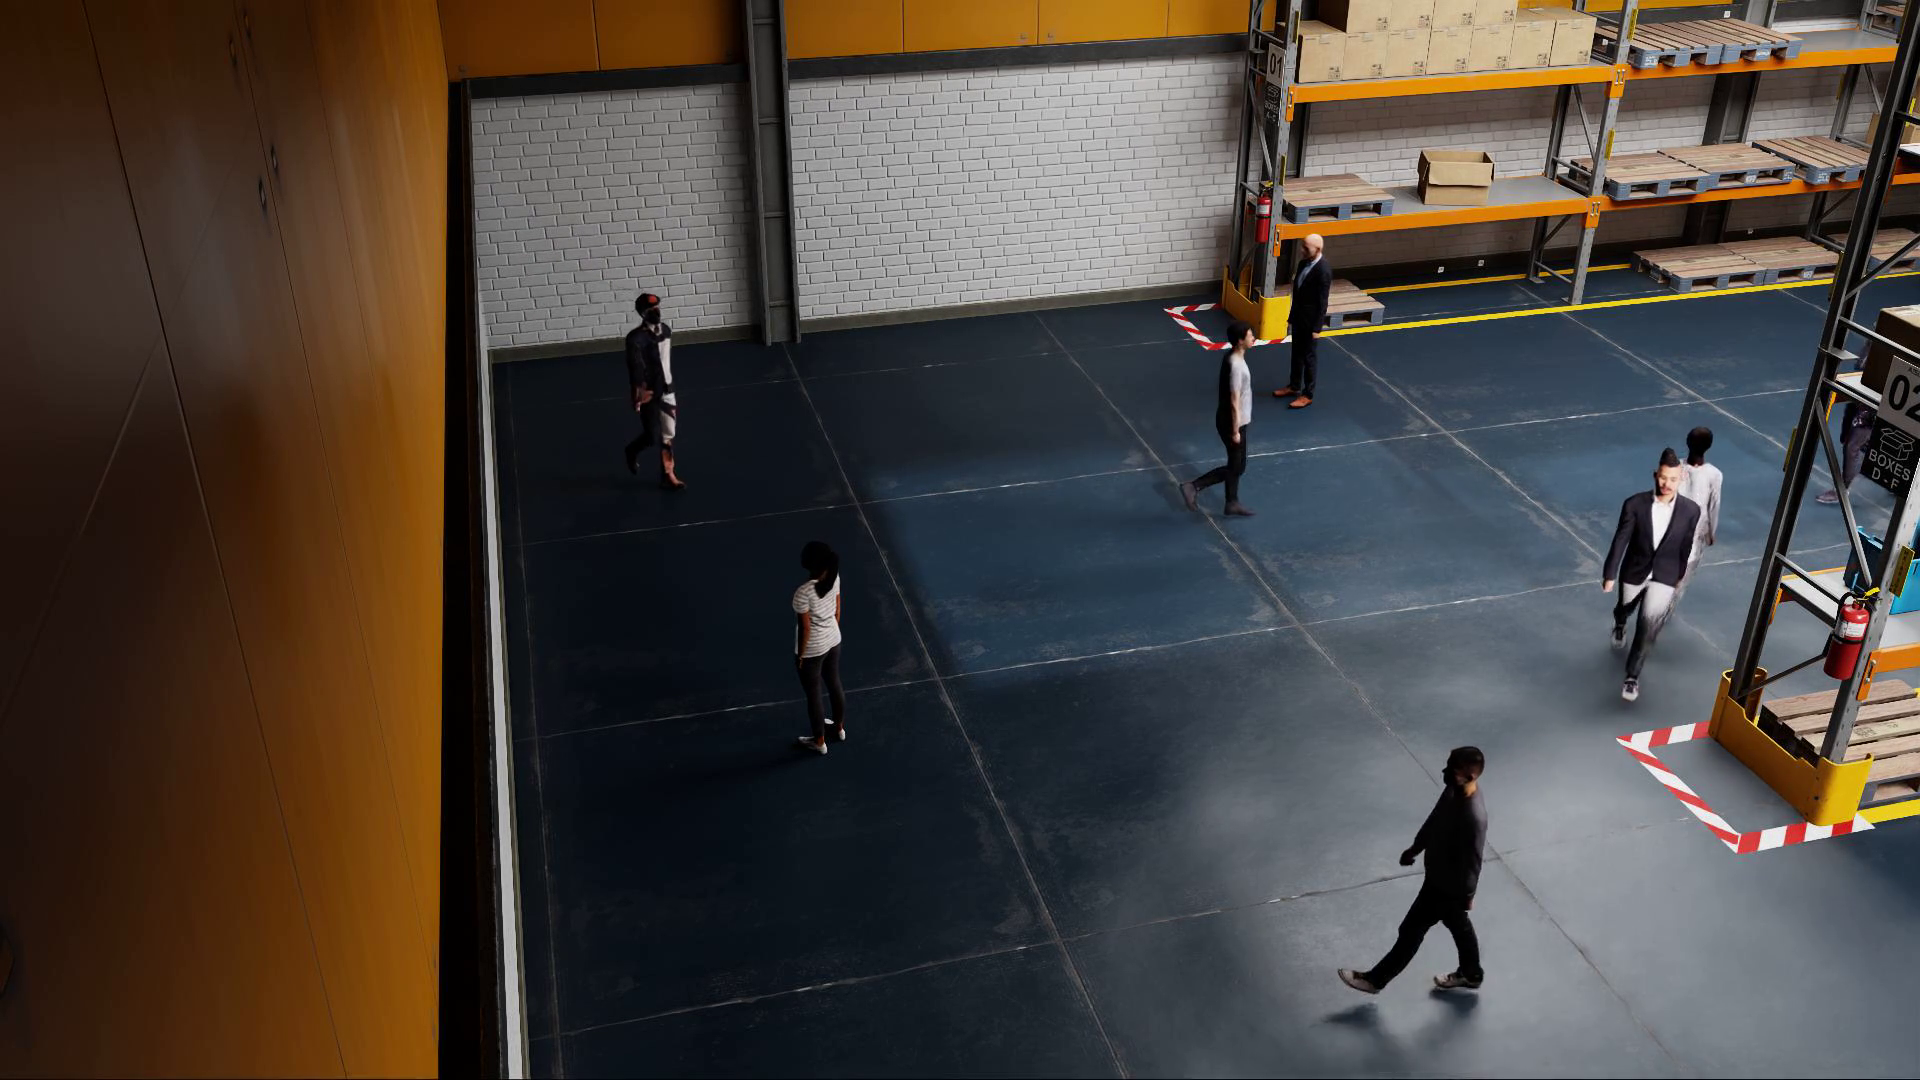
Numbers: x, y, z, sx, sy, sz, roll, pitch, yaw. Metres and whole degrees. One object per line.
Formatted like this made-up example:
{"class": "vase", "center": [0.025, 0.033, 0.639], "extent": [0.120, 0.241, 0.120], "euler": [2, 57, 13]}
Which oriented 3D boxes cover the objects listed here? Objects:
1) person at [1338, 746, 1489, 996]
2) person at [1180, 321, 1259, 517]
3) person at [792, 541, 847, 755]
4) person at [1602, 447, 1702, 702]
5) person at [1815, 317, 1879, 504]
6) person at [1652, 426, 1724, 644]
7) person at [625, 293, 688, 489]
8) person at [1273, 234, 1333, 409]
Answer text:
{"class": "person", "center": [2.812, 1.889, 9.355], "extent": [1.167, 1.719, 0.900], "euler": [3, 29, 6]}
{"class": "person", "center": [2.304, -1.025, 14.559], "extent": [1.058, 1.852, 0.903], "euler": [5, 29, 8]}
{"class": "person", "center": [-0.978, 0.729, 11.560], "extent": [0.723, 1.645, 0.640], "euler": [21, 35, 34]}
{"class": "person", "center": [5.091, 0.174, 12.297], "extent": [1.250, 1.913, 1.234], "euler": [12, 31, 20]}
{"class": "person", "center": [8.203, -1.172, 14.867], "extent": [1.073, 1.816, 0.848], "euler": [0, 29, 0]}
{"class": "person", "center": [5.550, -0.016, 12.821], "extent": [0.949, 1.744, 1.128], "euler": [23, 36, 36]}
{"class": "person", "center": [-2.834, -1.352, 15.129], "extent": [0.995, 1.881, 0.970], "euler": [22, 36, 35]}
{"class": "person", "center": [3.519, -2.245, 16.852], "extent": [0.614, 1.797, 0.697], "euler": [-11, 30, -19]}
